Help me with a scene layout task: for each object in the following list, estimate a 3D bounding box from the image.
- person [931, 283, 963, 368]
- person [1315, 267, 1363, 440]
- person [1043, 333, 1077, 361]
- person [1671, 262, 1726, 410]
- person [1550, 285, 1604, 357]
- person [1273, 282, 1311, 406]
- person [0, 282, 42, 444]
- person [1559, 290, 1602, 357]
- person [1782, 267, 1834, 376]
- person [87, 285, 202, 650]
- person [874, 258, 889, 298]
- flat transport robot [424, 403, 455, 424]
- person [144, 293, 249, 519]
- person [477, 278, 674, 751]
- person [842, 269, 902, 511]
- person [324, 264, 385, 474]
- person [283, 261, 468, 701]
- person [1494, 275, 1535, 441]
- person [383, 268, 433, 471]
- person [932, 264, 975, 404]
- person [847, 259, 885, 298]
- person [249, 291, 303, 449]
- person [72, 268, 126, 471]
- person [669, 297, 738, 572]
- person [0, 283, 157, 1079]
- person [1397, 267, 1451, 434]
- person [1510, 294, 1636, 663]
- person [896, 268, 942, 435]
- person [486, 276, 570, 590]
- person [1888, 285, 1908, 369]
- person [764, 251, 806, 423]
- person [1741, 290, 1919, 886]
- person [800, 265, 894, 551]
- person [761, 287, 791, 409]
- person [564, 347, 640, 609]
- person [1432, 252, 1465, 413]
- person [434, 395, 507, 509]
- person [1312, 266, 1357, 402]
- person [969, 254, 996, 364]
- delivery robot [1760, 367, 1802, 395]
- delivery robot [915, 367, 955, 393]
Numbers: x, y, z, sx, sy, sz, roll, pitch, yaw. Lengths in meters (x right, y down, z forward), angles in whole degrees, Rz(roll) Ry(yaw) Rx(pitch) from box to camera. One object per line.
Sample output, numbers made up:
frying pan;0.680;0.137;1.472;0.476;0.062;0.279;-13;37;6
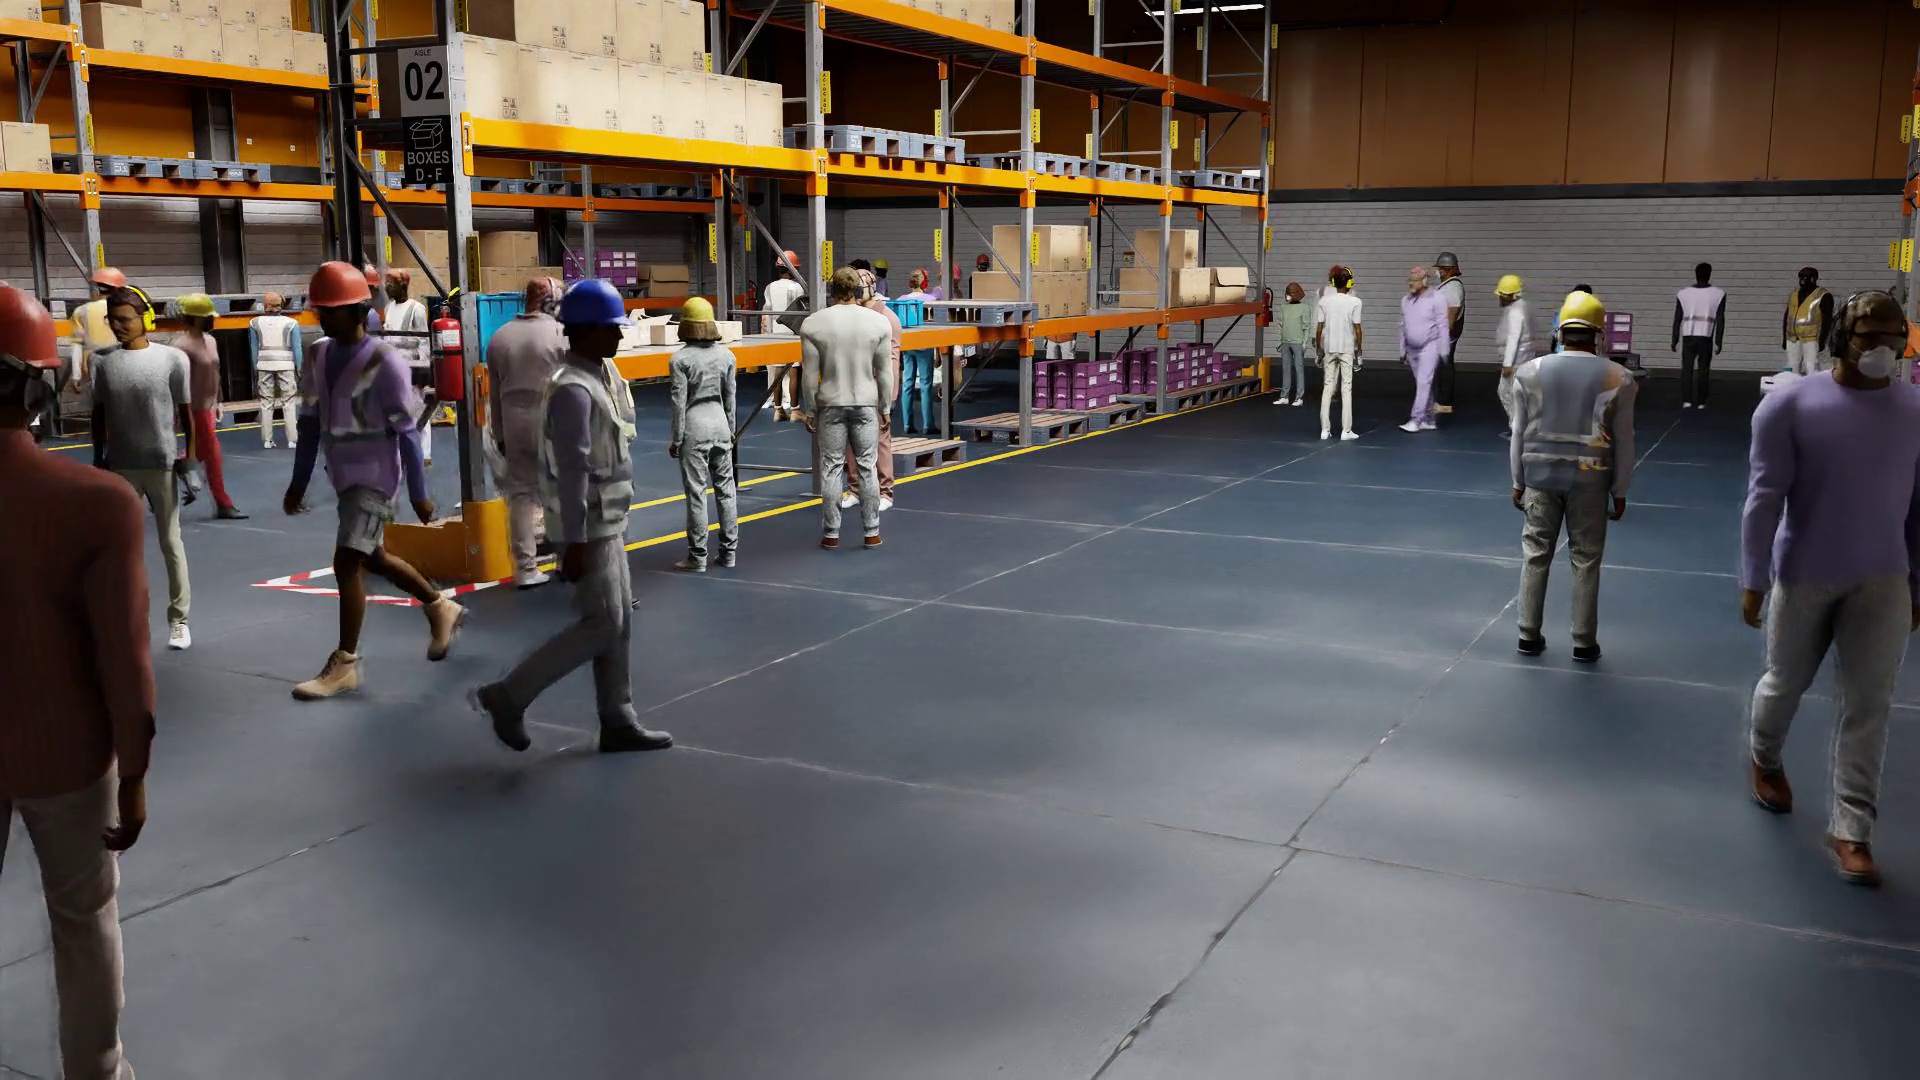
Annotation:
person;-0.142;-2.951;23.535;0.429;1.845;0.627;6;11;30
person;4.116;-2.017;18.050;0.538;1.869;0.312;6;11;30
person;1.368;-2.721;22.622;0.533;1.697;0.319;5;11;29
person;9.545;-2.622;21.513;0.612;1.926;0.576;5;11;25
person;7.159;-2.119;19.254;0.561;1.643;0.866;-1;10;-3
person;4.417;-2.598;22.091;0.278;1.633;0.498;-9;13;-41
person;-6.368;-0.795;11.056;0.625;1.843;0.430;3;10;15
person;4.870;-1.078;13.014;0.540;1.726;0.559;-6;12;-33
person;10.906;-2.598;21.491;0.430;1.843;0.626;-5;11;-27
person;-4.142;-0.357;8.457;0.520;1.865;0.335;-2;10;-9
person;-1.417;-3.994;29.329;0.388;1.926;0.590;-6;11;-30
flat transport robot;-6.537;-1.443;19.345;1.431;0.197;0.652;-7;12;-37
person;-5.843;-1.006;12.583;0.773;1.729;0.556;1;10;3
person;-1.533;-0.065;6.592;0.658;1.931;0.616;-1;10;-8
person;-0.760;-1.171;13.081;0.634;1.900;0.401;8;12;38
person;-4.987;-1.326;13.868;0.510;1.927;0.543;-9;13;-42
person;-2.731;-0.308;7.818;0.607;2.001;1.003;7;12;36
person;5.961;-1.944;17.851;0.540;1.788;0.612;2;10;13
person;-5.144;-1.576;15.448;0.585;1.882;0.337;8;12;37
person;-0.209;-2.767;22.431;0.565;1.875;0.844;-9;13;-41
person;-1.034;-1.983;17.590;0.600;1.959;0.375;7;12;36
person;-7.053;-1.747;17.182;0.509;1.629;0.316;-1;10;-8
person;-7.738;-1.523;15.134;0.573;1.874;0.971;-2;10;-12
person;-1.643;-0.669;10.607;0.485;1.746;0.289;-9;13;-42
person;-2.002;0.454;3.467;0.607;1.969;0.887;-3;10;-17
person;5.167;-2.131;18.775;0.811;1.858;0.673;-5;11;-29
person;3.035;-0.303;8.275;0.586;1.824;0.404;5;11;28
person;-0.475;-2.093;18.551;0.563;1.847;0.393;5;11;28
person;-2.517;-0.657;10.139;0.680;1.873;0.708;3;10;17
person;13.294;-2.813;23.504;0.769;1.591;0.510;-7;12;-33
person;-2.046;-2.421;19.882;0.607;2.044;0.372;7;12;36
person;2.965;0.107;5.642;0.634;1.909;0.940;2;10;13
person;-0.764;-0.888;11.311;0.629;1.940;0.372;-1;10;-6
person;-2.379;-2.511;21.576;0.513;1.640;0.309;7;12;36
person;-2.048;-0.518;9.476;0.404;1.833;0.588;-4;10;-20
person;6.125;-2.641;21.166;0.539;2.000;0.688;2;10;13
person;-3.873;-1.063;13.229;0.546;1.632;0.371;2;10;13
person;5.181;-2.819;22.785;0.613;1.831;0.972;6;11;30
person;0.428;-4.227;30.480;0.608;1.995;0.377;-5;11;-25
delivery robot;10.628;-1.982;21.373;0.477;0.478;0.707;-1;10;-9
delivery robot;-0.397;-2.219;22.748;0.707;0.478;0.477;2;10;14
